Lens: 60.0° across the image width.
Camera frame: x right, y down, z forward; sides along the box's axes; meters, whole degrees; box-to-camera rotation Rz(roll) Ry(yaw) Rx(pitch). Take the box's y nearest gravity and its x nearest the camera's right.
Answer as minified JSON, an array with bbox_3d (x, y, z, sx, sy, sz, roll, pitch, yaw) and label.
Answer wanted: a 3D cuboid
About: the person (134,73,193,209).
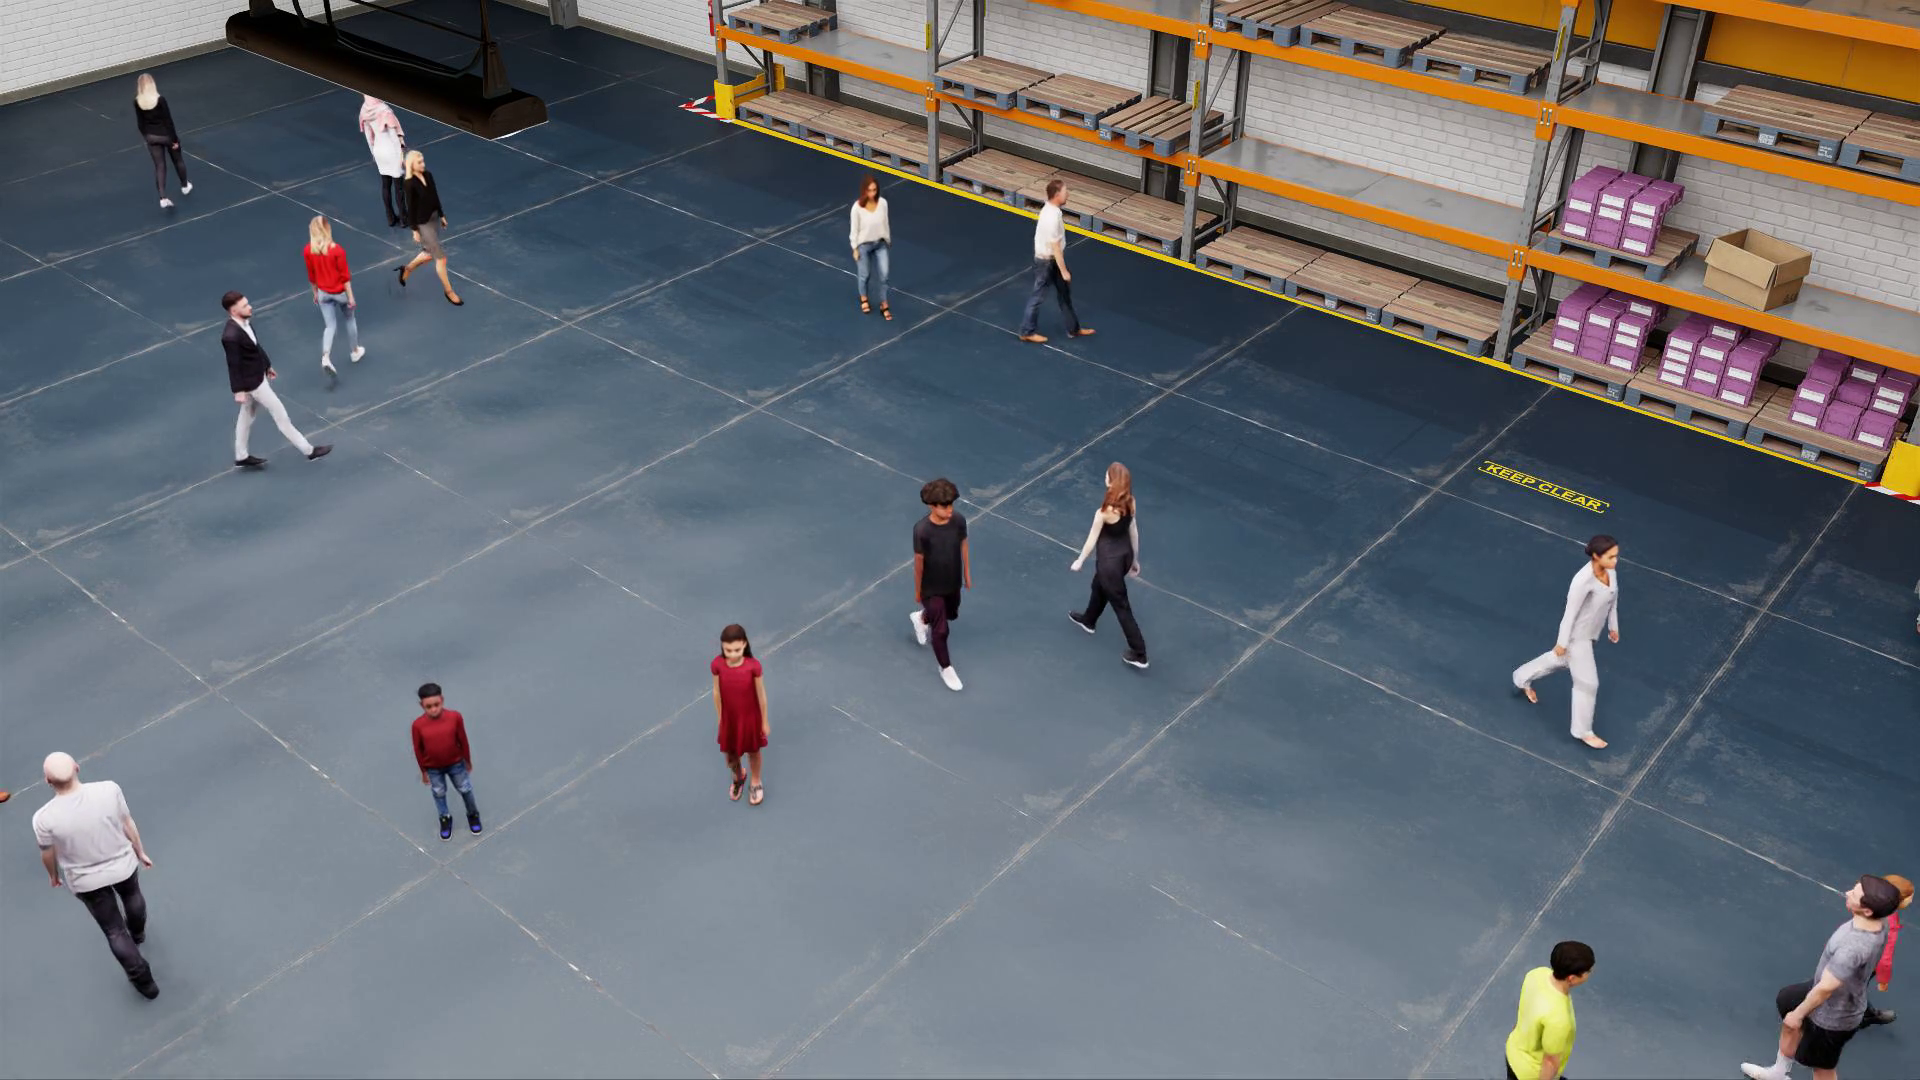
[{"bbox_3d":[-10.056,-4.963,20.866,1.118,1.644,1.168,-2,34,-3],"label":"person"}]

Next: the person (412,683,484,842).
[{"bbox_3d":[-3.582,1.501,11.492,0.589,1.255,0.627,-10,35,-15],"label":"person"}]

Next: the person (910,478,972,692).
[{"bbox_3d":[-0.189,0.265,12.894,0.810,1.761,1.100,-21,39,-28],"label":"person"}]

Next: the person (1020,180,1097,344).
[{"bbox_3d":[0.840,-2.928,17.643,1.157,1.822,0.961,8,34,11],"label":"person"}]

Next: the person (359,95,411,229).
[{"bbox_3d":[-7.007,-4.713,20.346,0.606,1.803,0.751,15,36,21],"label":"person"}]

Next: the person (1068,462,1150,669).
[{"bbox_3d":[1.275,0.231,12.998,1.134,1.704,0.633,29,43,36],"label":"person"}]

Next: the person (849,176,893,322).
[{"bbox_3d":[-0.991,-3.250,18.285,0.839,1.649,0.943,-12,35,-17],"label":"person"}]

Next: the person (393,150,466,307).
[{"bbox_3d":[-5.982,-3.442,18.428,1.184,1.810,0.932,9,35,13],"label":"person"}]

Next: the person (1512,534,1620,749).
[{"bbox_3d":[4.551,0.642,12.371,0.720,1.713,1.152,-28,43,-36],"label":"person"}]

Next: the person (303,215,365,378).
[{"bbox_3d":[-6.470,-2.483,17.101,1.073,1.682,1.051,2,34,4],"label":"person"}]

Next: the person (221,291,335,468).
[{"bbox_3d":[-6.667,-1.444,15.434,1.209,1.796,1.208,-6,34,-9],"label":"person"}]

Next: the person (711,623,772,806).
[{"bbox_3d":[-1.522,1.177,11.724,0.695,1.540,0.754,-1,34,-2],"label":"person"}]

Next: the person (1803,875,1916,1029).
[{"bbox_3d":[5.328,2.495,9.960,0.887,1.296,0.737,7,34,10],"label":"person"}]

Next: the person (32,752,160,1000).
[{"bbox_3d":[-5.185,2.079,10.127,0.755,1.804,1.056,-28,43,-35],"label":"person"}]

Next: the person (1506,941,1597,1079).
[{"bbox_3d":[3.078,2.825,9.100,0.825,1.699,0.767,-1,34,-2],"label":"person"}]

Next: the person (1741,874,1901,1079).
[{"bbox_3d":[4.960,2.630,9.250,0.776,1.858,0.680,26,41,33],"label":"person"}]
